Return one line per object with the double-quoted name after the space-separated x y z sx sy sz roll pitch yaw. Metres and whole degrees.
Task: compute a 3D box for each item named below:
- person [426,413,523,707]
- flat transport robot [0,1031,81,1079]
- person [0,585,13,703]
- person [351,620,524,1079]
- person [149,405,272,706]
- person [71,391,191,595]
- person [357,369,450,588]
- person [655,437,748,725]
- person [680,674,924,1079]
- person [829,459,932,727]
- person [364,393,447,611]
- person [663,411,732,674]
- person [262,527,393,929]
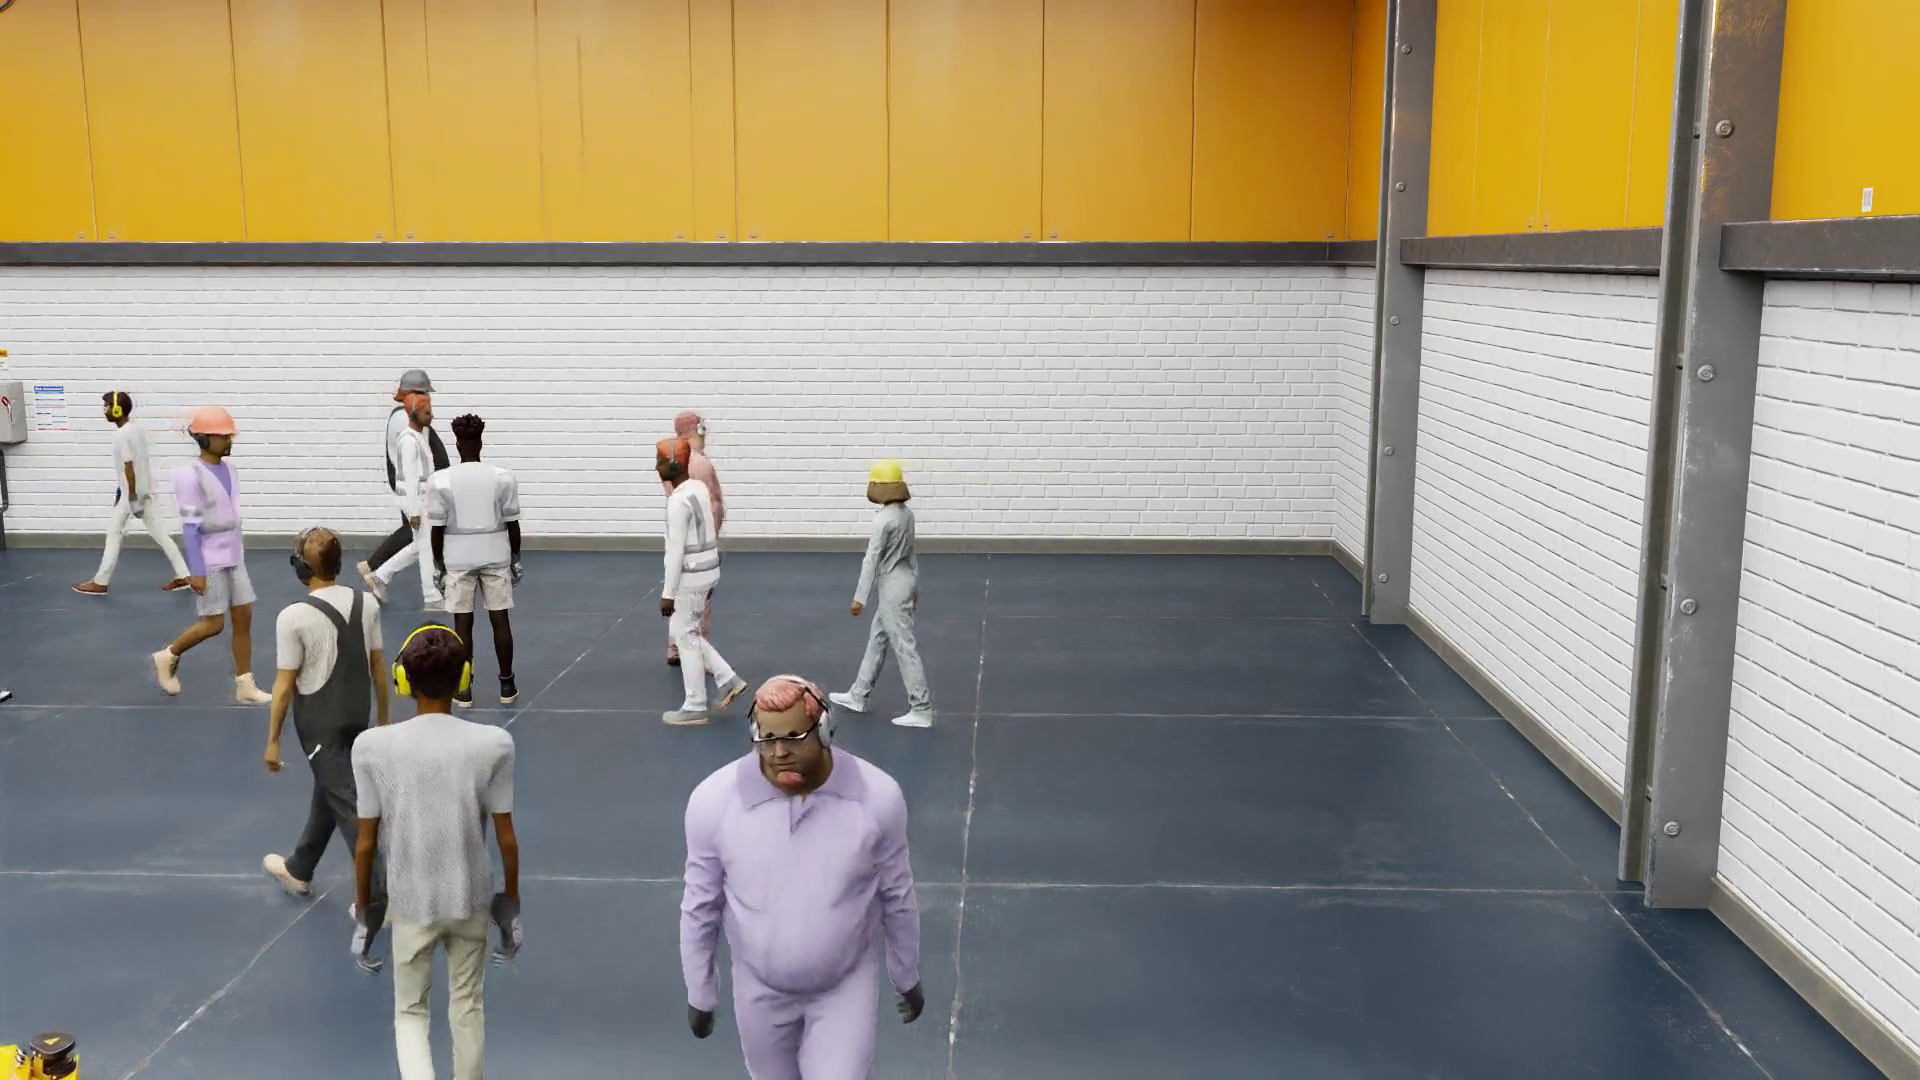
-3.216 0.136 11.071 0.603 1.962 0.368 -4 10 -20 "person"
-3.707 1.943 5.435 1.431 0.197 0.652 -4 11 -24 "flat transport robot"
-6.597 0.265 10.978 0.869 1.721 0.551 3 10 15 "person"
-1.652 1.184 5.258 0.534 1.856 0.632 -3 10 -19 "person"
-4.970 0.116 11.004 0.759 2.028 0.619 2 10 10 "person"
-7.351 -0.417 14.756 0.997 1.816 0.534 -1 10 -5 "person"
-4.930 -0.541 14.810 0.876 2.000 0.675 -3 10 -17 "person"
-1.683 0.269 10.567 0.474 1.866 0.590 0 10 2 "person"
-0.461 1.250 4.896 0.696 1.858 0.921 0 10 -2 "person"
-0.535 0.339 10.641 0.842 1.709 0.492 3 10 16 "person"
-4.637 -0.305 13.973 0.691 1.867 0.579 -2 10 -11 "person"
-1.904 0.024 11.963 0.420 1.891 0.687 -5 11 -27 "person"
-2.887 0.828 7.506 0.950 1.791 0.533 5 11 28 "person"
